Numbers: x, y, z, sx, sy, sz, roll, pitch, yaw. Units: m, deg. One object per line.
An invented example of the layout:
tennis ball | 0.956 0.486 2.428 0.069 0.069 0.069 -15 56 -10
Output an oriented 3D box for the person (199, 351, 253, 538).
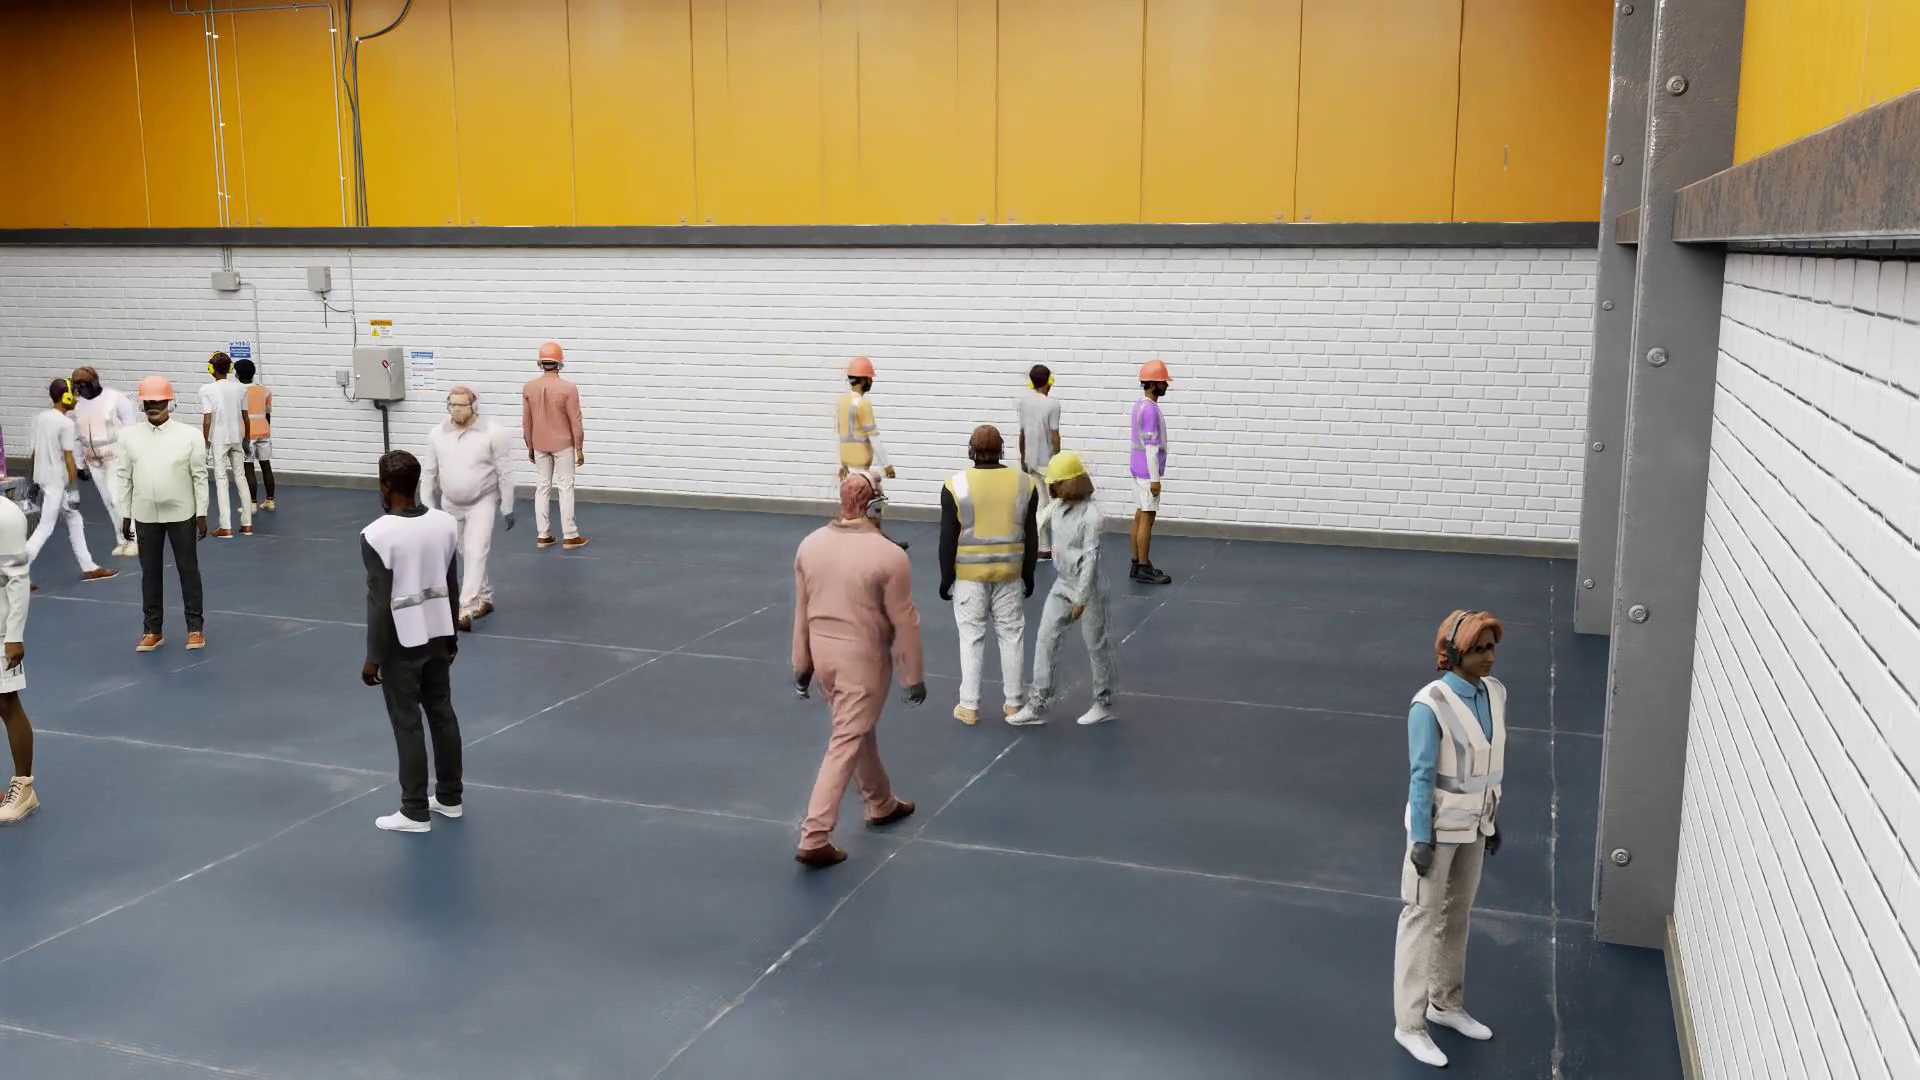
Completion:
person | -7.371 -0.958 16.695 0.318 1.870 0.531 8 13 37

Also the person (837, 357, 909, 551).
person | -0.859 -0.731 15.364 0.858 1.896 0.552 -4 11 -22

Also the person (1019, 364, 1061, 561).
person | 0.735 -0.690 15.303 0.483 1.830 0.542 -9 13 -40

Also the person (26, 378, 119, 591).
person | -7.778 -0.479 14.203 0.565 1.812 0.948 8 13 38

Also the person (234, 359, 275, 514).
person | -7.731 -1.128 18.155 0.319 1.693 0.532 5 11 26

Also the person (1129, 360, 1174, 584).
person | 1.659 -0.593 14.446 0.361 1.939 0.542 -1 10 -4

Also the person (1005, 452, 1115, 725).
person | 0.638 0.317 9.979 0.809 1.692 0.505 -7 12 -36

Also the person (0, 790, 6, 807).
person | -5.228 0.477 8.425 0.630 1.940 0.373 -2 10 -11

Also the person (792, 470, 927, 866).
person | -0.502 0.596 8.011 0.663 1.856 1.005 8 13 38

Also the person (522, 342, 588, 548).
person | -3.912 -0.911 16.069 0.622 1.996 0.370 3 10 16

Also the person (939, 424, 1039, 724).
person | 0.166 0.210 10.204 0.634 1.839 0.429 -3 10 -15

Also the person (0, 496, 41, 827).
person | -4.969 0.431 8.388 0.607 2.044 0.374 3 10 16

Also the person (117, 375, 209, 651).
person | -5.751 -0.192 12.023 0.612 1.997 0.376 -2 10 -12

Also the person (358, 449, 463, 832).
person | -2.730 0.504 8.323 0.376 1.917 0.600 5 11 26

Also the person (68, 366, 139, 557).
person | -8.009 -0.728 15.605 0.675 1.804 0.491 2 10 11

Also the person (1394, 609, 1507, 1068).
person | 1.784 1.052 6.019 0.515 1.641 0.315 -8 13 -40

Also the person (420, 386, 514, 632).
person | -3.802 -0.251 12.751 0.671 1.850 0.985 1 10 8
